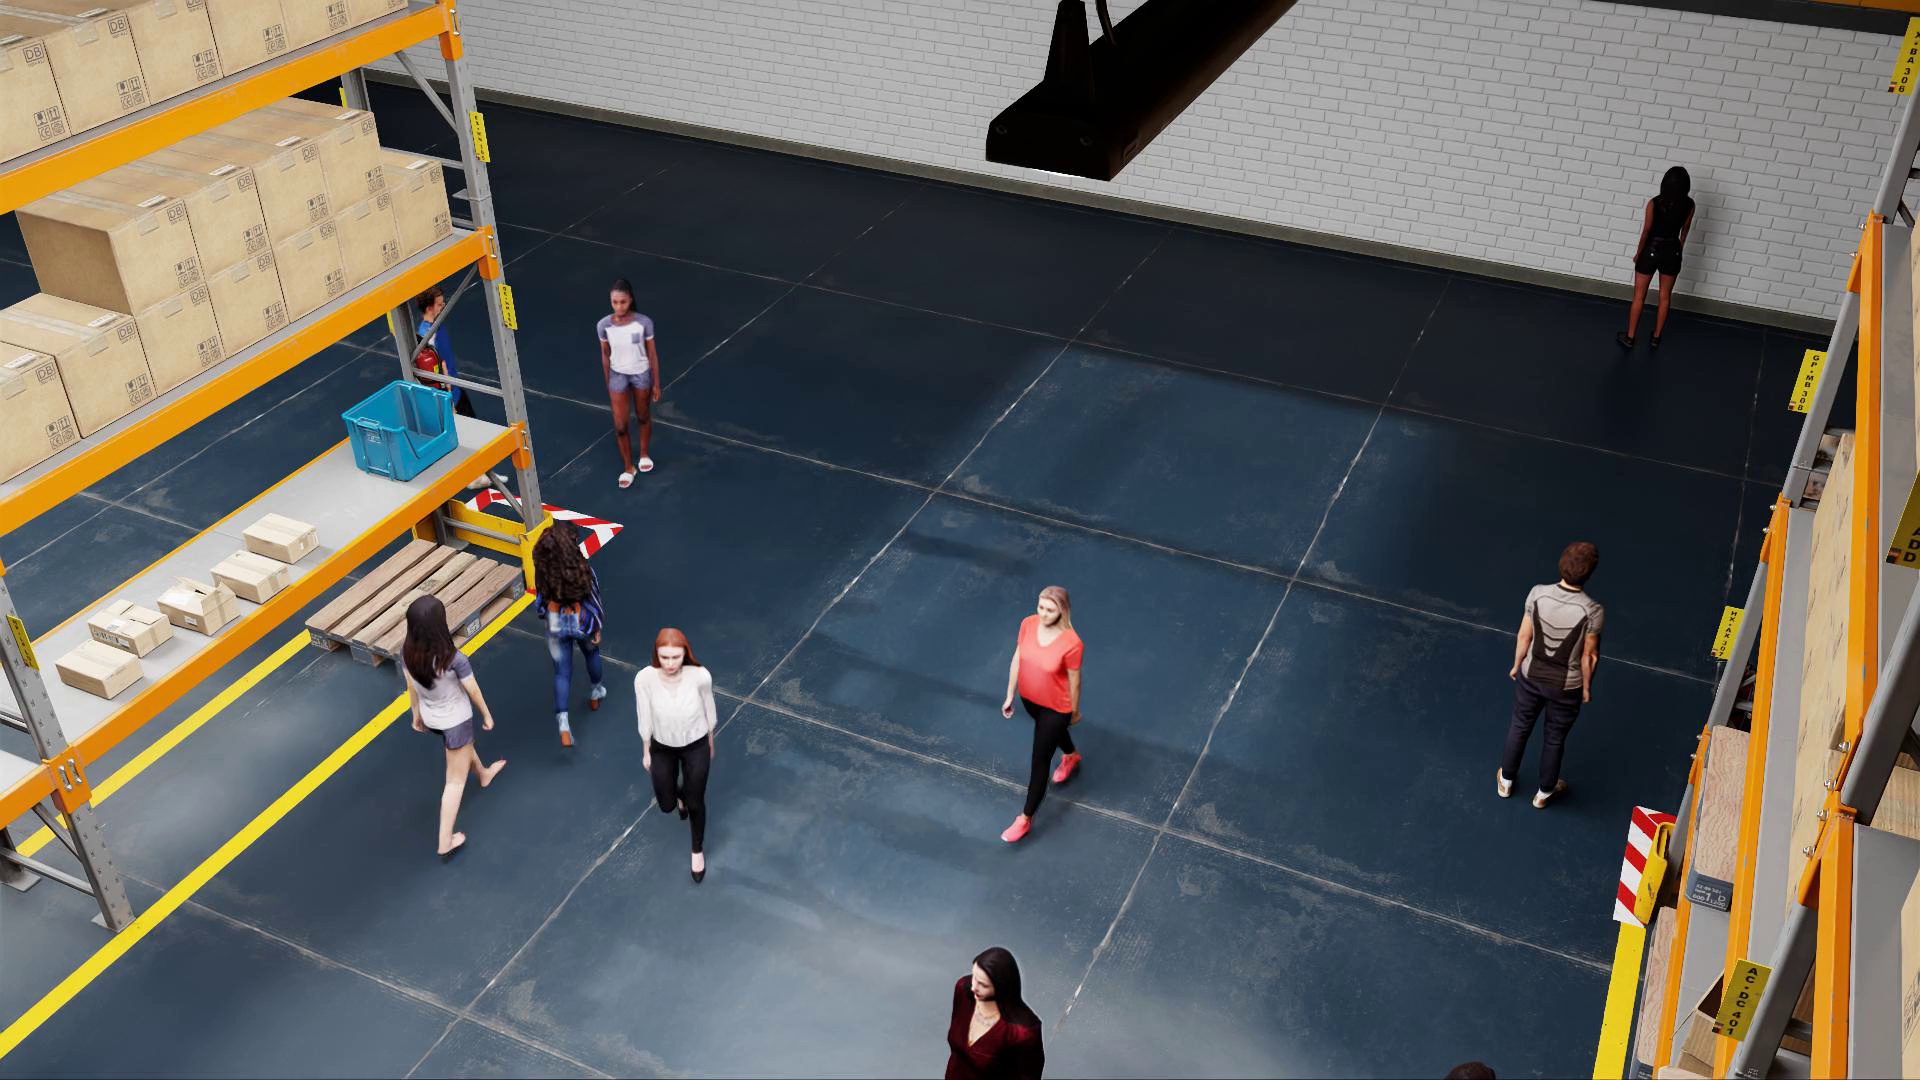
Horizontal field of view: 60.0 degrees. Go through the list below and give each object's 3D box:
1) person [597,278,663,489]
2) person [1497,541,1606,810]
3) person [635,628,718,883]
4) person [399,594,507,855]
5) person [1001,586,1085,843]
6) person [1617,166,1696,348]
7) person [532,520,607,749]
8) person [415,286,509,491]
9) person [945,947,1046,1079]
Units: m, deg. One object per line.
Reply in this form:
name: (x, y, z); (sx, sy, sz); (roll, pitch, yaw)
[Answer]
person: (-2.644, -1.335, 13.497); (0.822, 1.705, 0.909); (-5, 34, -8)
person: (3.590, 0.821, 10.082); (0.684, 1.896, 0.606); (20, 39, 28)
person: (-1.626, 1.183, 9.673); (0.834, 1.746, 0.936); (-4, 34, -6)
person: (-3.073, 1.112, 9.857); (0.646, 1.660, 1.095); (12, 35, 17)
person: (0.578, 0.946, 10.113); (0.828, 1.654, 1.217); (26, 42, 33)
person: (6.469, -2.613, 15.386); (0.676, 1.743, 0.655); (1, 34, 2)
person: (-2.519, 0.614, 10.670); (0.866, 1.591, 1.101); (0, 34, 0)
person: (-4.142, -1.114, 13.048); (1.093, 1.835, 1.144); (-6, 34, -9)
person: (0.161, 2.513, 7.661); (0.747, 1.757, 0.727); (29, 43, 36)
